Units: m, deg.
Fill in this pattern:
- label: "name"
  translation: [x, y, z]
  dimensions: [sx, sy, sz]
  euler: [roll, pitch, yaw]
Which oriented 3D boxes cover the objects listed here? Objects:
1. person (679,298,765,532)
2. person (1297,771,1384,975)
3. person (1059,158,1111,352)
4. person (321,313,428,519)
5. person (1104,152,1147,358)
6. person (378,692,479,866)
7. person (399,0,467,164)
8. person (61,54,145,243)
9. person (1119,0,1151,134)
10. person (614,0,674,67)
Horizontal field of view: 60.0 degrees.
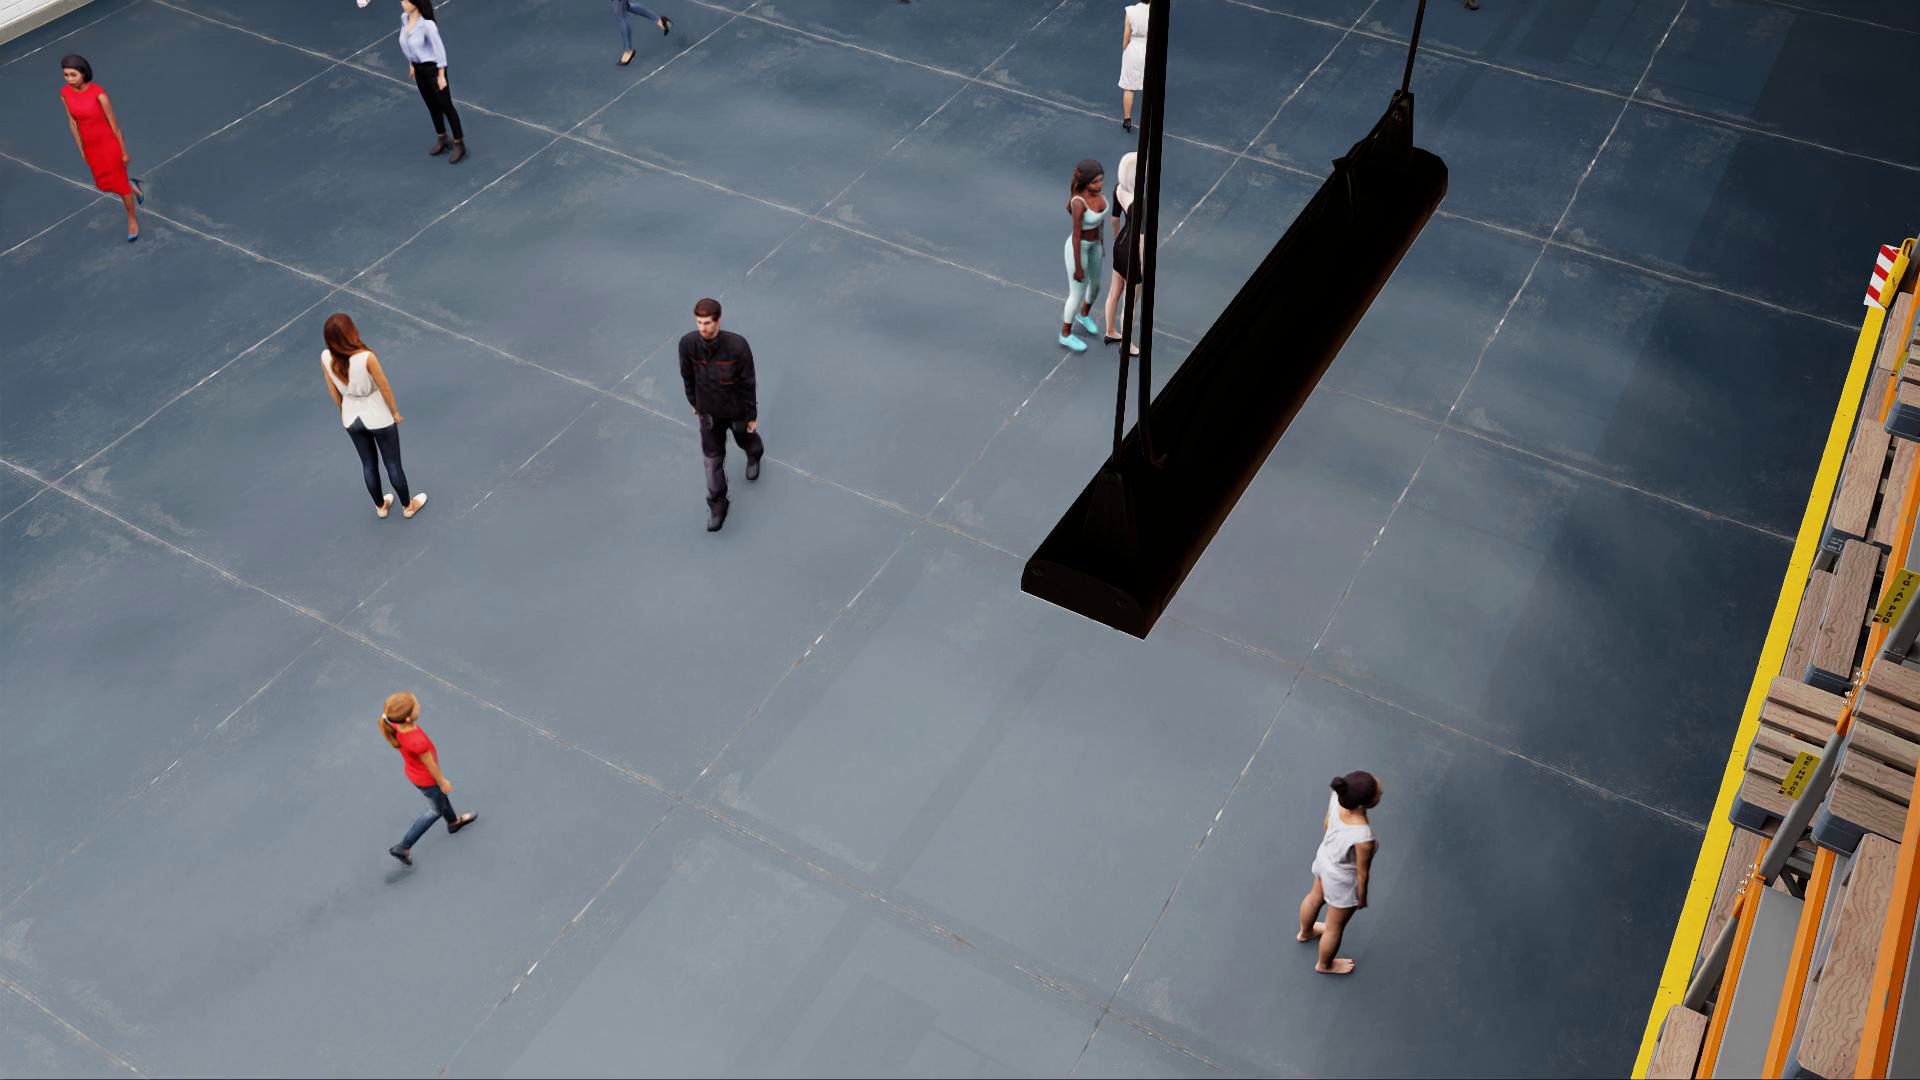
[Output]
- label: "person"
  translation: [-1.657, -1.007, 11.974]
  dimensions: [1.025, 1.803, 1.264]
  euler: [4, 44, 4]
- label: "person"
  translation: [2.095, 1.812, 9.158]
  dimensions: [0.717, 1.606, 0.665]
  euler: [-13, 45, -13]
- label: "person"
  translation: [0.996, -2.323, 13.421]
  dimensions: [0.659, 1.712, 0.494]
  euler: [25, 49, 24]
- label: "person"
  translation: [-4.213, -0.861, 11.834]
  dimensions: [0.659, 1.785, 0.658]
  euler: [4, 44, 4]
- label: "person"
  translation: [1.346, -2.275, 13.287]
  dimensions: [0.667, 1.829, 0.655]
  euler: [-20, 47, -19]
- label: "person"
  translation: [-3.215, 1.416, 9.799]
  dimensions: [0.863, 1.295, 0.659]
  euler: [-29, 51, -27]
- label: "person"
  translation: [-4.946, -4.367, 15.544]
  dimensions: [0.667, 1.745, 0.564]
  euler: [26, 49, 25]
- label: "person"
  translation: [-7.491, -3.481, 14.625]
  dimensions: [0.788, 1.730, 0.898]
  euler: [1, 44, 1]
- label: "person"
  translation: [1.750, -4.648, 15.979]
  dimensions: [0.630, 1.552, 0.637]
  euler: [4, 44, 5]
- label: "person"
  translation: [-3.358, -5.709, 16.927]
  dimensions: [1.009, 1.779, 0.854]
  euler: [-23, 48, -22]
